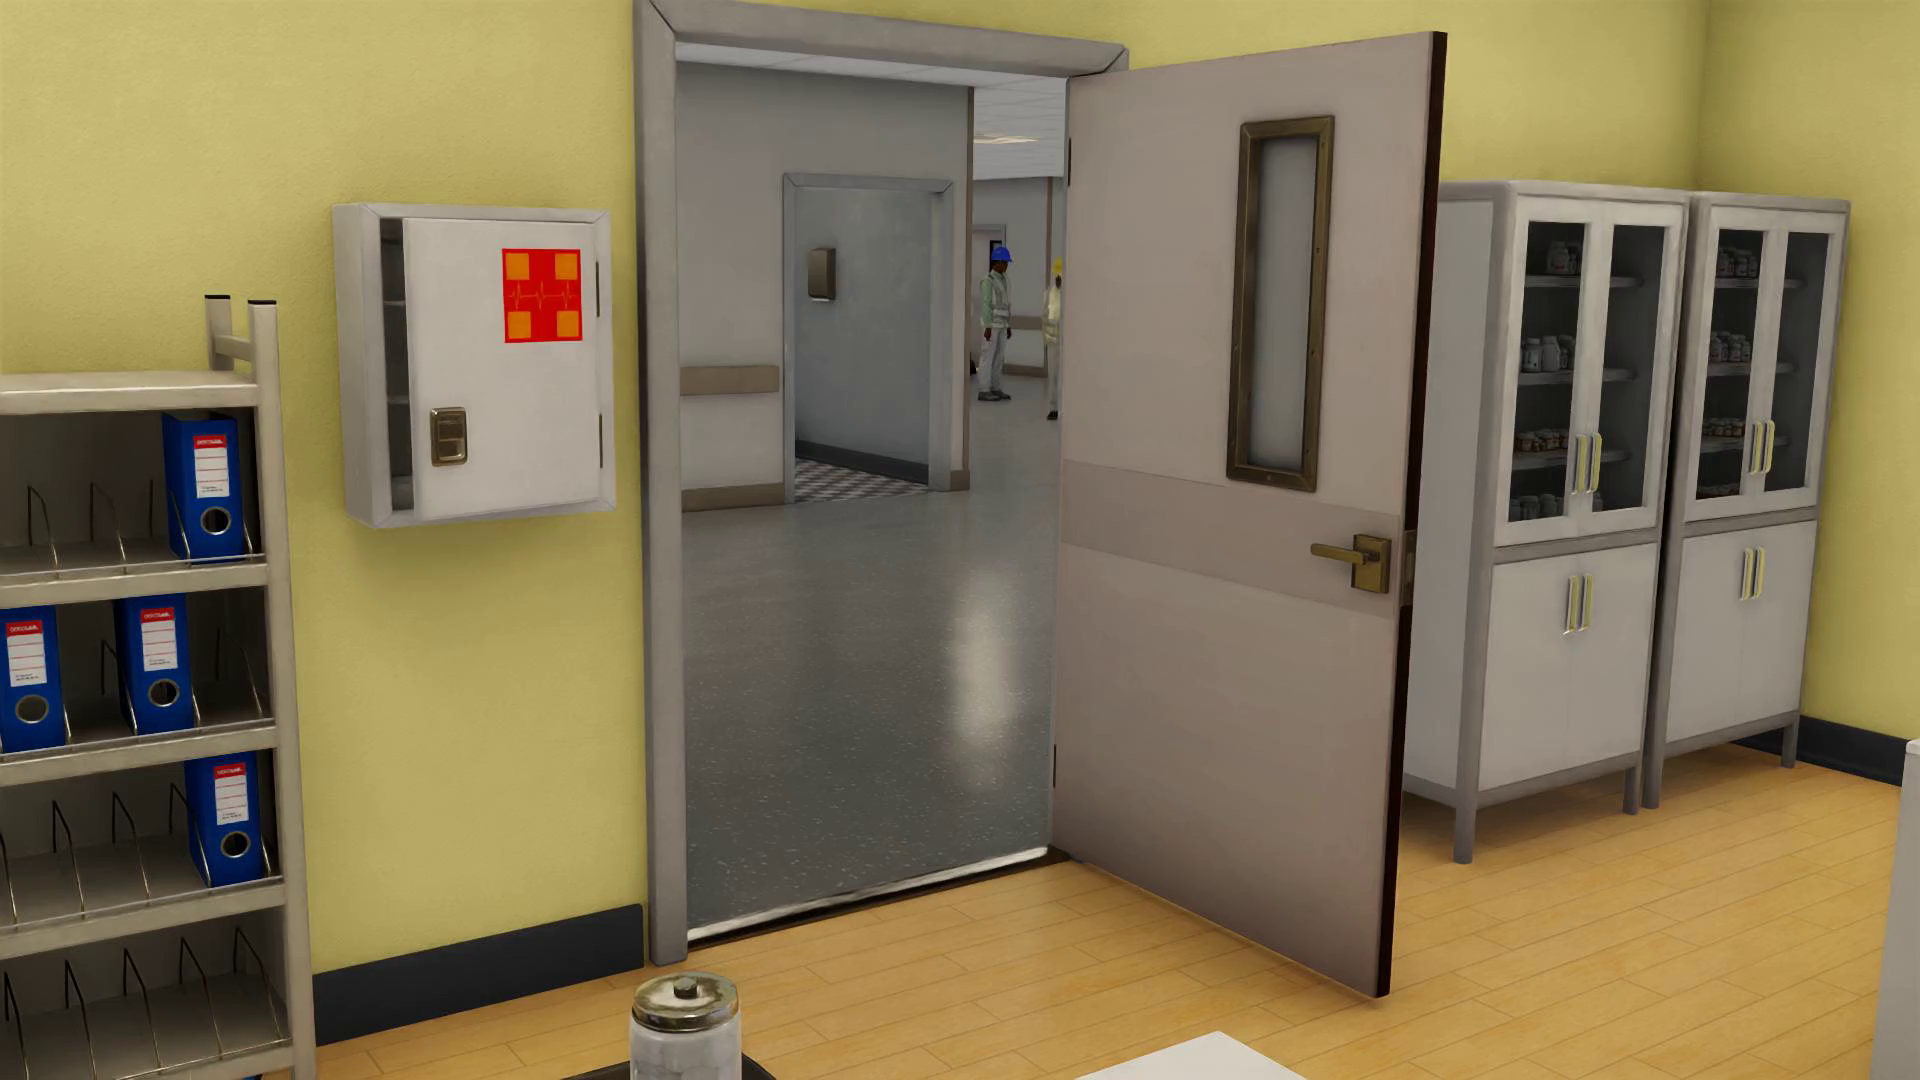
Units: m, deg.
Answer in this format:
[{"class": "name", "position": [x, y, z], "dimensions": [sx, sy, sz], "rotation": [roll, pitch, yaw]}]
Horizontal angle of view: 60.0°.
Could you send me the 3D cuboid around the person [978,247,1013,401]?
[{"class": "person", "position": [0.464, -2.713, 20.949], "dimensions": [0.422, 1.938, 0.599], "rotation": [6, 11, 27]}]
